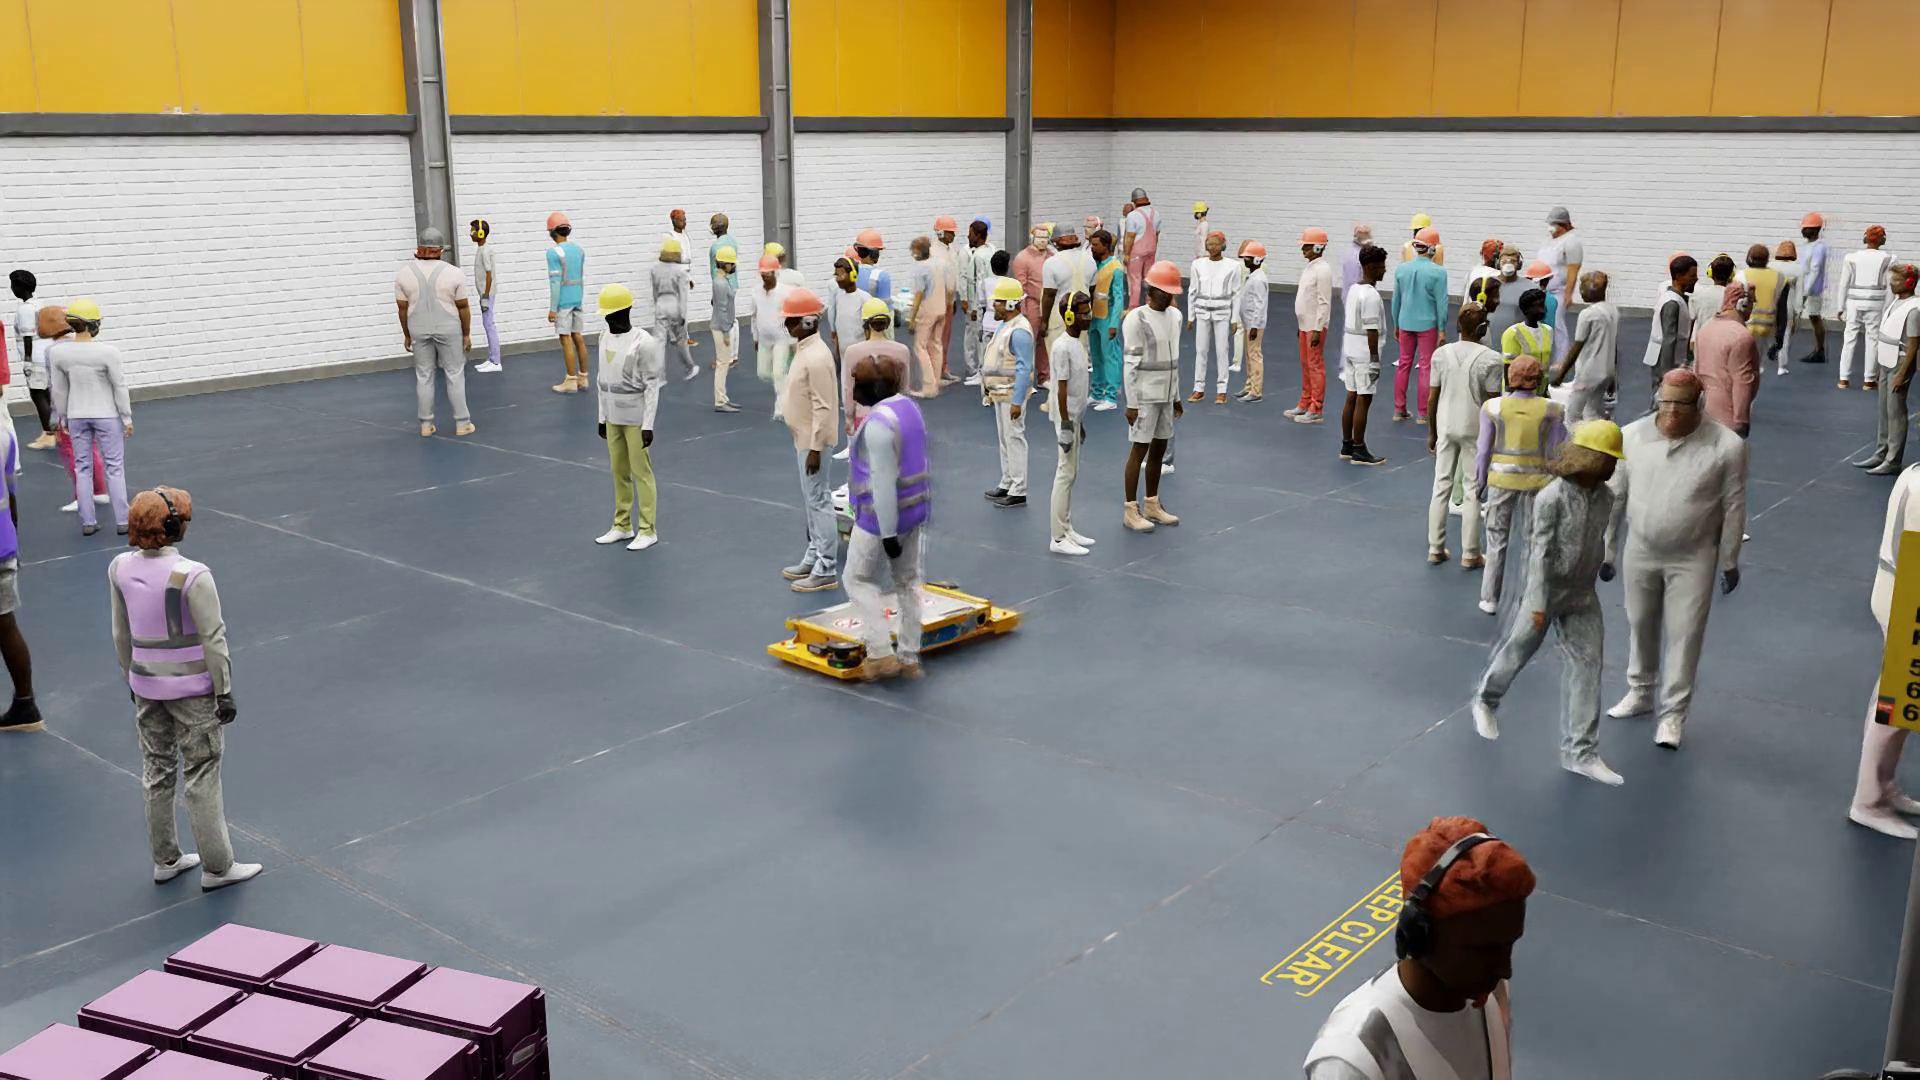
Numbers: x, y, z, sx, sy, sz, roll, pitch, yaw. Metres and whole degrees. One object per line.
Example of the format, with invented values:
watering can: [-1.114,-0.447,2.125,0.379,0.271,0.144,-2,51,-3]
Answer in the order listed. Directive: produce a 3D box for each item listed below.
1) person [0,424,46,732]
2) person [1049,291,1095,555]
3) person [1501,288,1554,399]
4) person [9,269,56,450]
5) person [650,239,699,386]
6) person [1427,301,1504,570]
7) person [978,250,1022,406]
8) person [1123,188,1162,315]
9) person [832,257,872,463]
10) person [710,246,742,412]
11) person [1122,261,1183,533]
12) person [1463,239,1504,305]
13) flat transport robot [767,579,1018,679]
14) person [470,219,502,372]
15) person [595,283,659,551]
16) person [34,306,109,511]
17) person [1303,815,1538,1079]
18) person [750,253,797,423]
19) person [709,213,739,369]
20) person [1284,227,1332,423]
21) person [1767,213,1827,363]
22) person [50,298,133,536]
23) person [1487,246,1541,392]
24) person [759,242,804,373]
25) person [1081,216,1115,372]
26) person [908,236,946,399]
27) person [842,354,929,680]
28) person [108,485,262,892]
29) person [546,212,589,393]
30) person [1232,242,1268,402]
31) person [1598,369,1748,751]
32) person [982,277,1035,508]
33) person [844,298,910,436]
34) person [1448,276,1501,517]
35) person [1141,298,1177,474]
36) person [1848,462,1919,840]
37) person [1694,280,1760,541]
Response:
person: [-4.832,0.064,8.088,0.384,1.959,0.612,5,15,18]
person: [0.806,-0.835,11.859,0.323,1.871,0.528,3,14,13]
person: [4.704,-1.242,13.829,0.536,1.700,0.318,-8,16,-28]
person: [-8.725,-1.707,15.724,0.319,1.685,0.539,-4,15,-15]
person: [-3.402,-2.690,19.624,0.500,1.691,0.913,3,14,12]
person: [3.459,-0.713,11.417,0.515,1.844,0.333,11,18,37]
person: [0.441,-2.272,17.943,0.535,1.700,0.318,9,16,31]
person: [2.849,-4.620,26.634,0.675,2.000,0.536,-10,17,-36]
person: [-0.972,-1.623,15.040,0.337,1.857,0.524,-12,18,-39]
person: [-2.486,-2.231,17.674,0.343,1.755,0.531,-2,14,-8]
person: [1.483,-1.076,12.492,0.399,2.029,0.614,14,19,43]
person: [5.354,-2.114,16.938,0.343,1.882,0.585,-5,15,-20]
flat transport robot: [-0.374,0.502,9.757,0.652,0.197,1.431,13,19,42]
person: [-5.891,-3.021,20.592,0.328,1.872,0.513,-5,15,-19]
person: [-2.408,-0.883,11.952,0.584,1.918,0.376,11,18,37]
person: [-7.059,-1.034,13.172,0.340,1.620,0.568,-1,14,-4]
person: [0.799,1.378,2.984,0.362,1.886,0.575,12,18,39]
person: [-1.892,-2.083,17.119,0.576,1.738,0.533,7,16,26]
person: [-2.963,-3.107,20.800,0.372,1.939,0.632,2,14,9]
person: [3.604,-2.203,17.069,0.377,1.995,0.612,-2,14,-6]
person: [10.725,-3.206,21.255,0.948,1.898,0.554,1,14,4]
person: [-6.415,-0.904,12.346,0.533,1.766,0.311,-1,14,-3]
person: [4.958,-1.716,15.236,0.636,1.939,0.364,6,15,22]
person: [-1.960,-2.431,18.483,0.551,1.735,0.401,-4,15,-16]
person: [1.635,-3.038,20.579,0.404,1.911,0.651,-6,15,-23]
person: [-0.335,-2.469,18.533,0.413,1.807,0.616,10,17,36]
person: [-0.412,-0.112,9.076,0.491,1.824,0.604,8,16,30]
person: [-3.104,0.597,6.604,0.524,1.639,0.306,5,15,20]
person: [-4.513,-2.698,18.962,0.400,2.037,0.610,6,15,21]
person: [3.221,-2.409,18.373,0.321,1.755,0.566,0,14,0]
person: [3.475,0.084,8.227,0.672,1.865,0.778,9,17,33]
person: [0.382,-1.174,13.287,0.404,1.830,0.602,-3,14,-11]
person: [-0.622,-0.929,12.465,0.518,1.756,0.345,-6,15,-24]
person: [4.035,-1.118,13.011,0.329,1.861,0.510,5,15,17]
person: [1.746,-1.394,14.562,0.267,1.635,0.509,-3,14,-10]
person: [4.134,0.316,7.149,0.386,1.924,0.592,7,16,25]
person: [5.652,-0.953,12.257,0.409,1.906,0.651,-1,14,-3]
